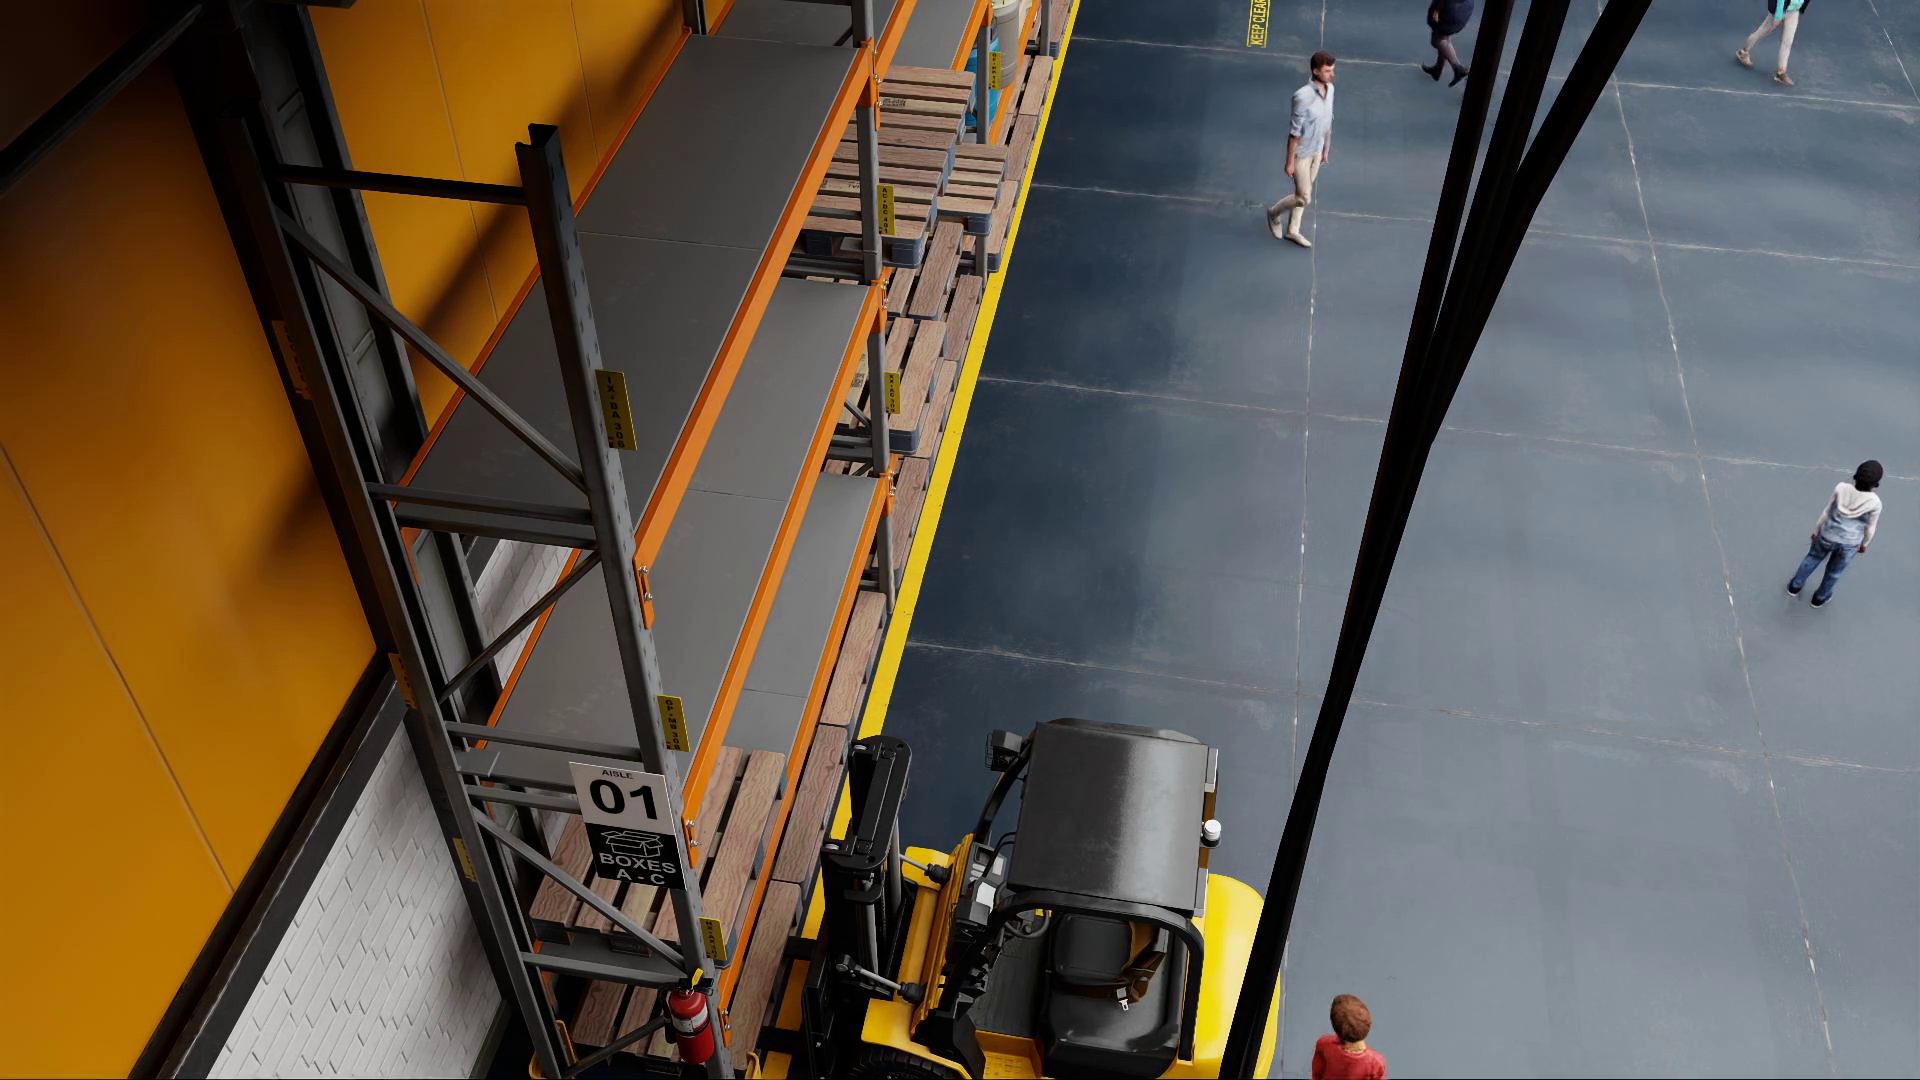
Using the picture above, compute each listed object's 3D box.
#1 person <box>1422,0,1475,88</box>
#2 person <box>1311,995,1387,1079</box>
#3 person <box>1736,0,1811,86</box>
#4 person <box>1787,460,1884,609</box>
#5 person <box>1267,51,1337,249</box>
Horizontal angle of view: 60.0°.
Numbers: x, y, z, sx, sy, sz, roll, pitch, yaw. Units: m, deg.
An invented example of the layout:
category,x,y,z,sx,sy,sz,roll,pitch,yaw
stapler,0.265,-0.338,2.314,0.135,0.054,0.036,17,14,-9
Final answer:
category,x,y,z,sx,sy,sz,roll,pitch,yaw
person,4.948,-5.274,16.545,0.948,1.658,1.004,-25,49,-24
person,1.884,2.805,8.249,0.650,1.404,0.710,24,49,23
person,8.289,-5.407,16.826,0.910,1.463,1.068,-16,46,-16
person,5.995,-0.028,11.328,0.591,1.259,0.641,33,52,30
person,2.941,-3.412,14.458,0.823,1.841,0.891,-33,52,-30
